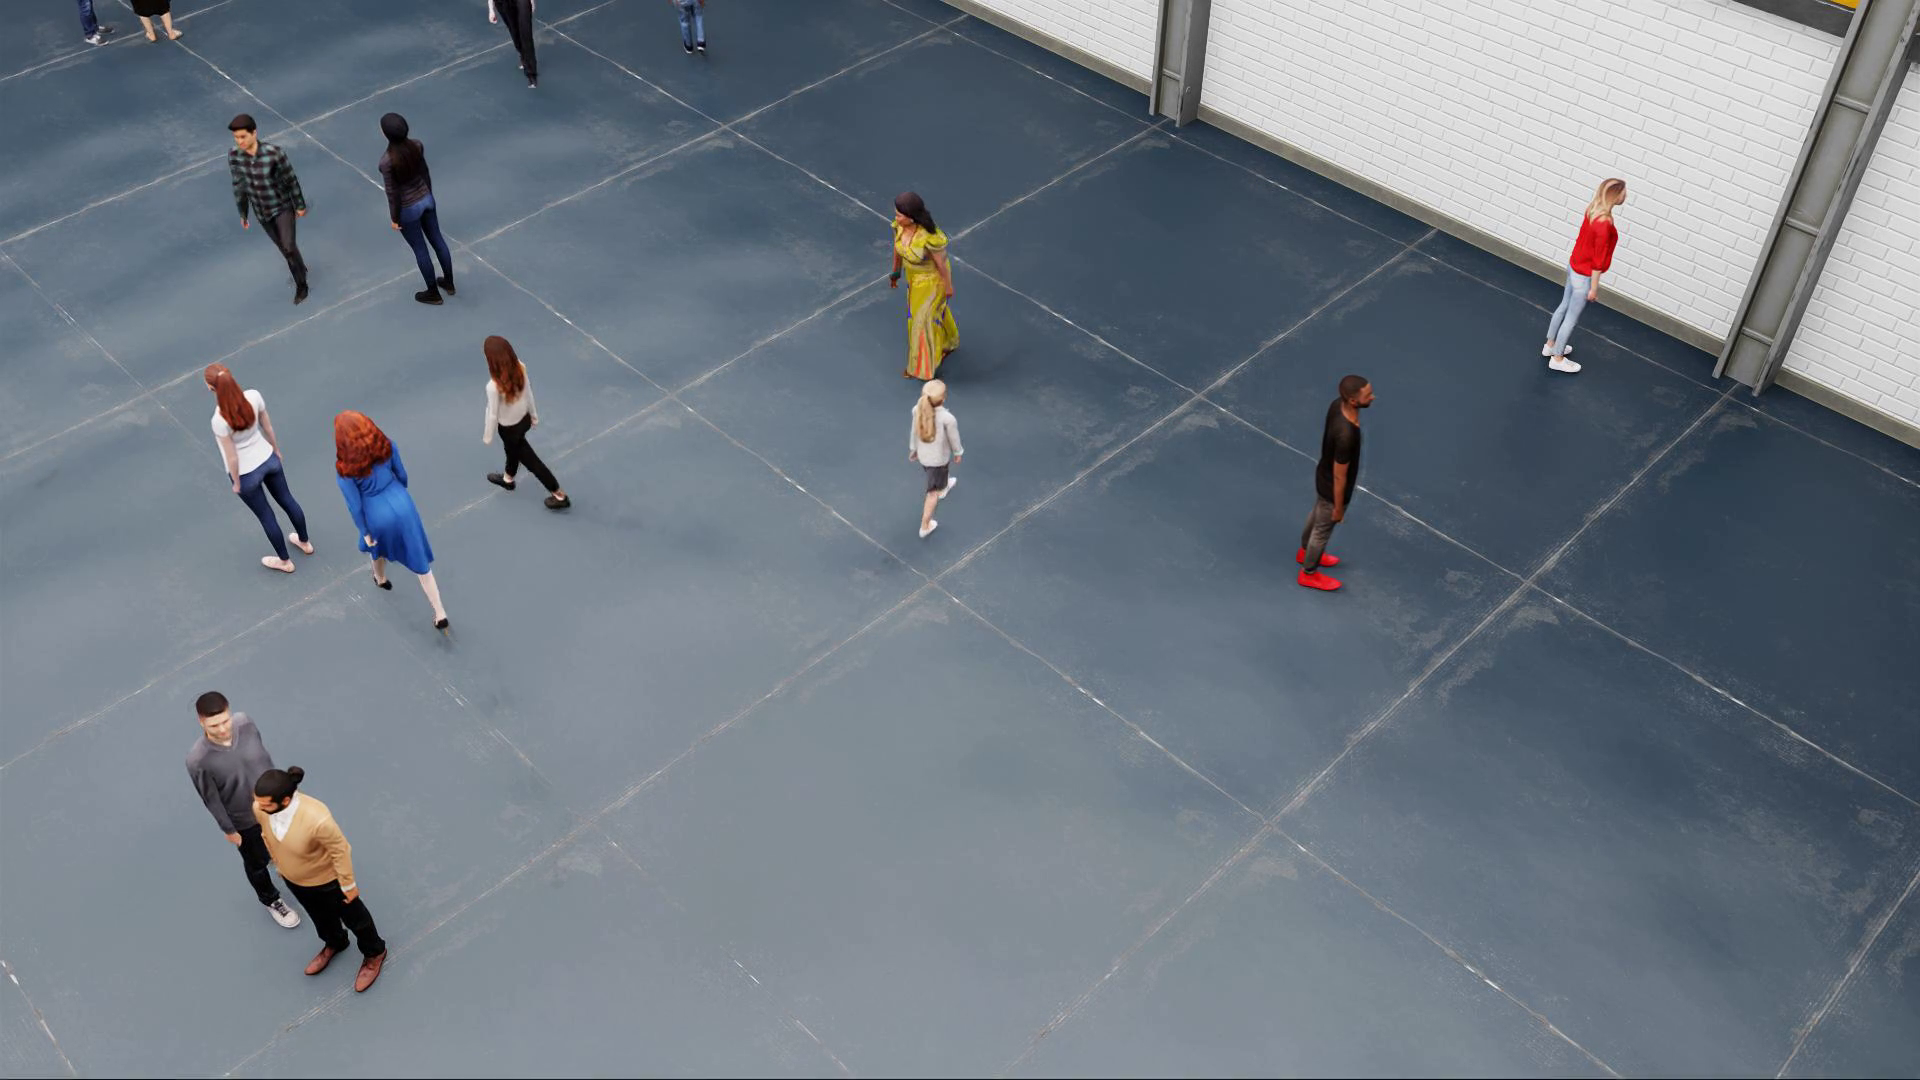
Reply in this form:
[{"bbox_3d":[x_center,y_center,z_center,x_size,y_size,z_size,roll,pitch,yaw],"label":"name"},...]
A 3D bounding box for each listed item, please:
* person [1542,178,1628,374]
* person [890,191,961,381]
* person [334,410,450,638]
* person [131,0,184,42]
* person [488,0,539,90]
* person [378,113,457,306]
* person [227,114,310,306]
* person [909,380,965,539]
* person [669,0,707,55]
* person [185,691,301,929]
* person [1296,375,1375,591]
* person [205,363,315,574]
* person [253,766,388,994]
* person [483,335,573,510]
[{"bbox_3d":[4.919,-2.103,13.118,0.728,1.704,0.674,1,44,1],"label":"person"},{"bbox_3d":[-0.209,-2.046,13.123,0.858,1.615,0.891,33,53,30],"label":"person"},{"bbox_3d":[-3.700,-0.081,10.940,0.688,1.781,1.112,-31,52,-28],"label":"person"},{"bbox_3d":[-8.547,-5.958,17.227,0.696,1.618,0.732,-18,46,-18],"label":"person"},{"bbox_3d":[-4.477,-5.426,16.618,1.042,1.687,1.203,-6,44,-6],"label":"person"},{"bbox_3d":[-4.503,-2.743,13.761,0.645,1.745,0.671,23,48,22],"label":"person"},{"bbox_3d":[-5.766,-2.876,14.035,0.918,1.699,0.942,6,44,6],"label":"person"},{"bbox_3d":[-0.211,-0.574,11.846,0.865,1.244,0.718,22,48,22],"label":"person"},{"bbox_3d":[-2.811,-5.588,17.102,0.591,1.255,0.636,-12,45,-12],"label":"person"},{"bbox_3d":[-3.973,1.477,9.319,0.654,1.761,0.683,18,47,18],"label":"person"},{"bbox_3d":[2.522,-0.405,11.261,0.743,1.807,0.717,5,44,5],"label":"person"},{"bbox_3d":[-4.821,-0.496,11.406,0.609,1.739,0.619,21,48,21],"label":"person"},{"bbox_3d":[-3.478,1.787,9.001,0.681,1.751,0.804,14,45,14],"label":"person"},{"bbox_3d":[-3.130,-0.794,11.928,1.053,1.450,0.806,16,46,16],"label":"person"}]
